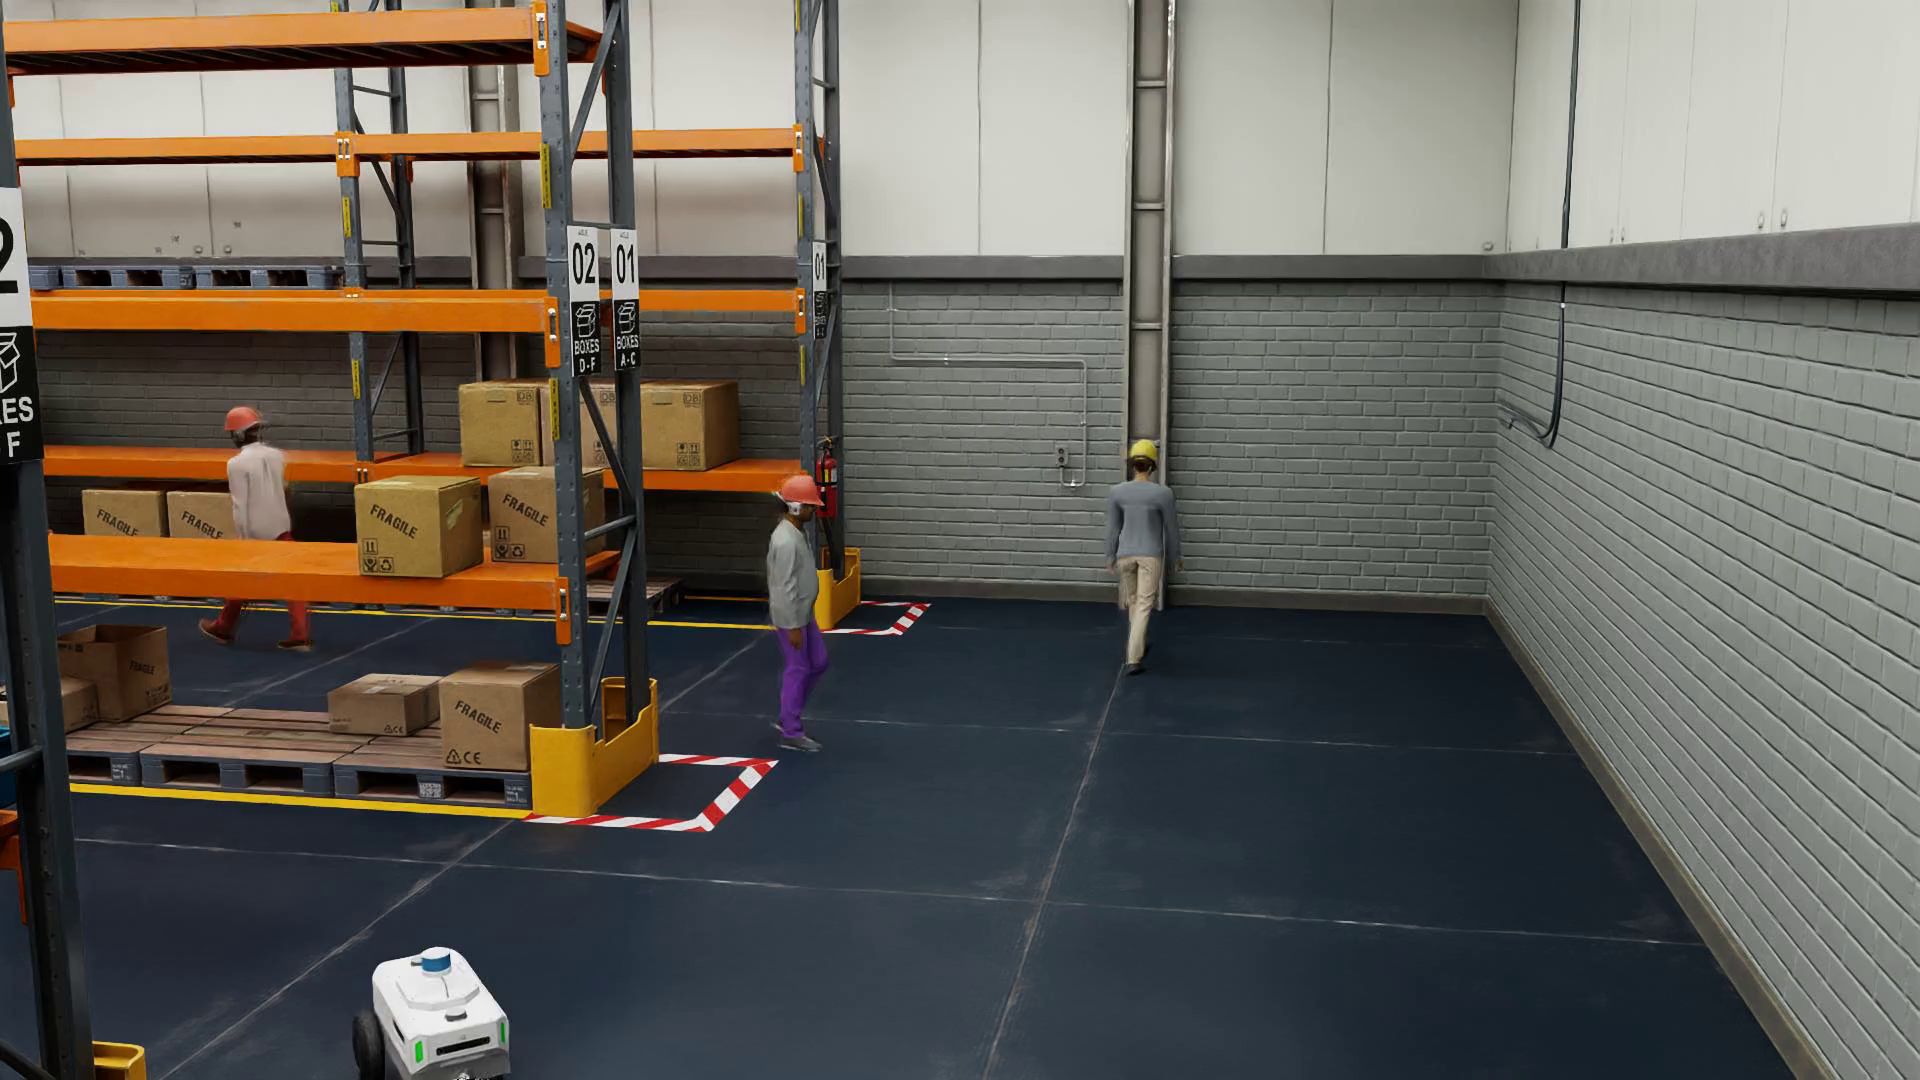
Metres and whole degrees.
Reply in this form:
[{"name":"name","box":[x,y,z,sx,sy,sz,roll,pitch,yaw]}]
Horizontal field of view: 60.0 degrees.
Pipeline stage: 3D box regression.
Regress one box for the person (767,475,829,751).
[{"name":"person","box":[-1.013,0.455,10.376,0.361,1.734,0.599,1,9,4]}]

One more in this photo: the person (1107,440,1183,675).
[{"name":"person","box":[1.421,0.112,12.565,0.529,1.734,0.844,6,11,31]}]

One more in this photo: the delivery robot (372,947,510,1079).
[{"name":"delivery robot","box":[-1.874,1.710,5.980,0.477,0.478,0.707,-5,11,-30]}]

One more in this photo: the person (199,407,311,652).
[{"name":"person","box":[-5.589,-0.086,13.142,1.046,1.925,0.602,4,10,25]}]
